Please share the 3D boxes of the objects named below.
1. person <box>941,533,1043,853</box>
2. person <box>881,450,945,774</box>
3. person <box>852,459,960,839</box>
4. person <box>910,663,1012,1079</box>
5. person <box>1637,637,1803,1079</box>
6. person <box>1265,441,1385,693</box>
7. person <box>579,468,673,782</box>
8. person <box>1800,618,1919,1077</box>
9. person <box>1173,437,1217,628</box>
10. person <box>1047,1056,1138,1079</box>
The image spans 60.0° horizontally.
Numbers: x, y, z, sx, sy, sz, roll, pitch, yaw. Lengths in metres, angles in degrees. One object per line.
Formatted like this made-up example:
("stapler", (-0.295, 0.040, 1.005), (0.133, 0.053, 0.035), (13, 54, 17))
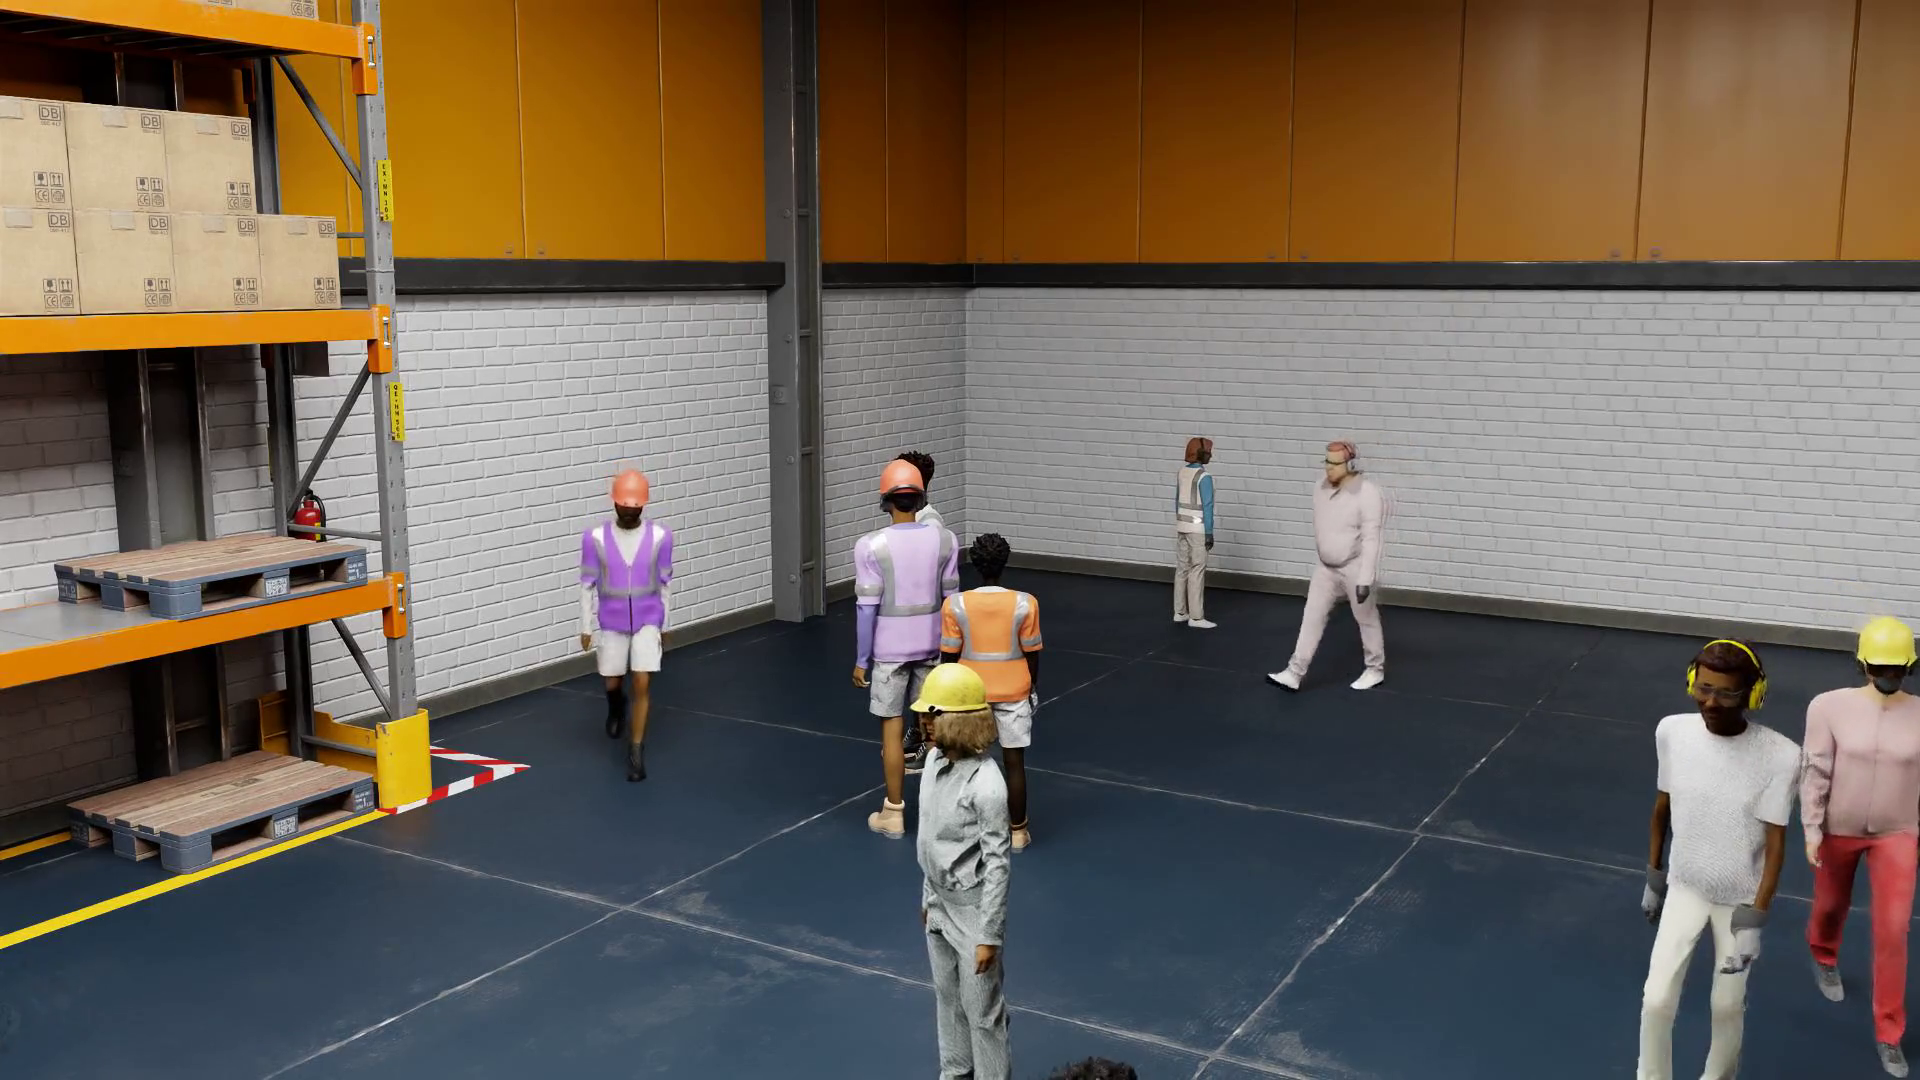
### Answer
("person", (0.165, 0.804, 8.678), (0.532, 1.695, 0.319), (0, 9, 0))
("person", (-0.267, 0.432, 10.158), (0.367, 1.966, 0.606), (-3, 9, -16))
("person", (-0.304, 0.583, 8.980), (0.614, 2.039, 0.389), (-5, 10, -27))
("person", (-0.010, 1.268, 5.633), (0.312, 1.744, 0.487), (-5, 10, -27))
("person", (2.505, 1.227, 5.586), (0.512, 1.838, 0.634), (8, 12, 40))
("person", (2.711, 0.217, 11.895), (1.074, 1.839, 0.670), (-6, 11, -34))
("person", (-2.028, 0.471, 10.166), (0.563, 1.897, 0.798), (-2, 9, -12))
("person", (3.598, 1.130, 6.615), (0.521, 1.737, 0.860), (4, 10, 22))
("person", (2.017, -0.064, 14.280), (0.311, 1.636, 0.523), (-4, 10, -22))
("person", (0.272, 1.715, 2.976), (0.526, 1.683, 0.555), (-8, 12, -41))
